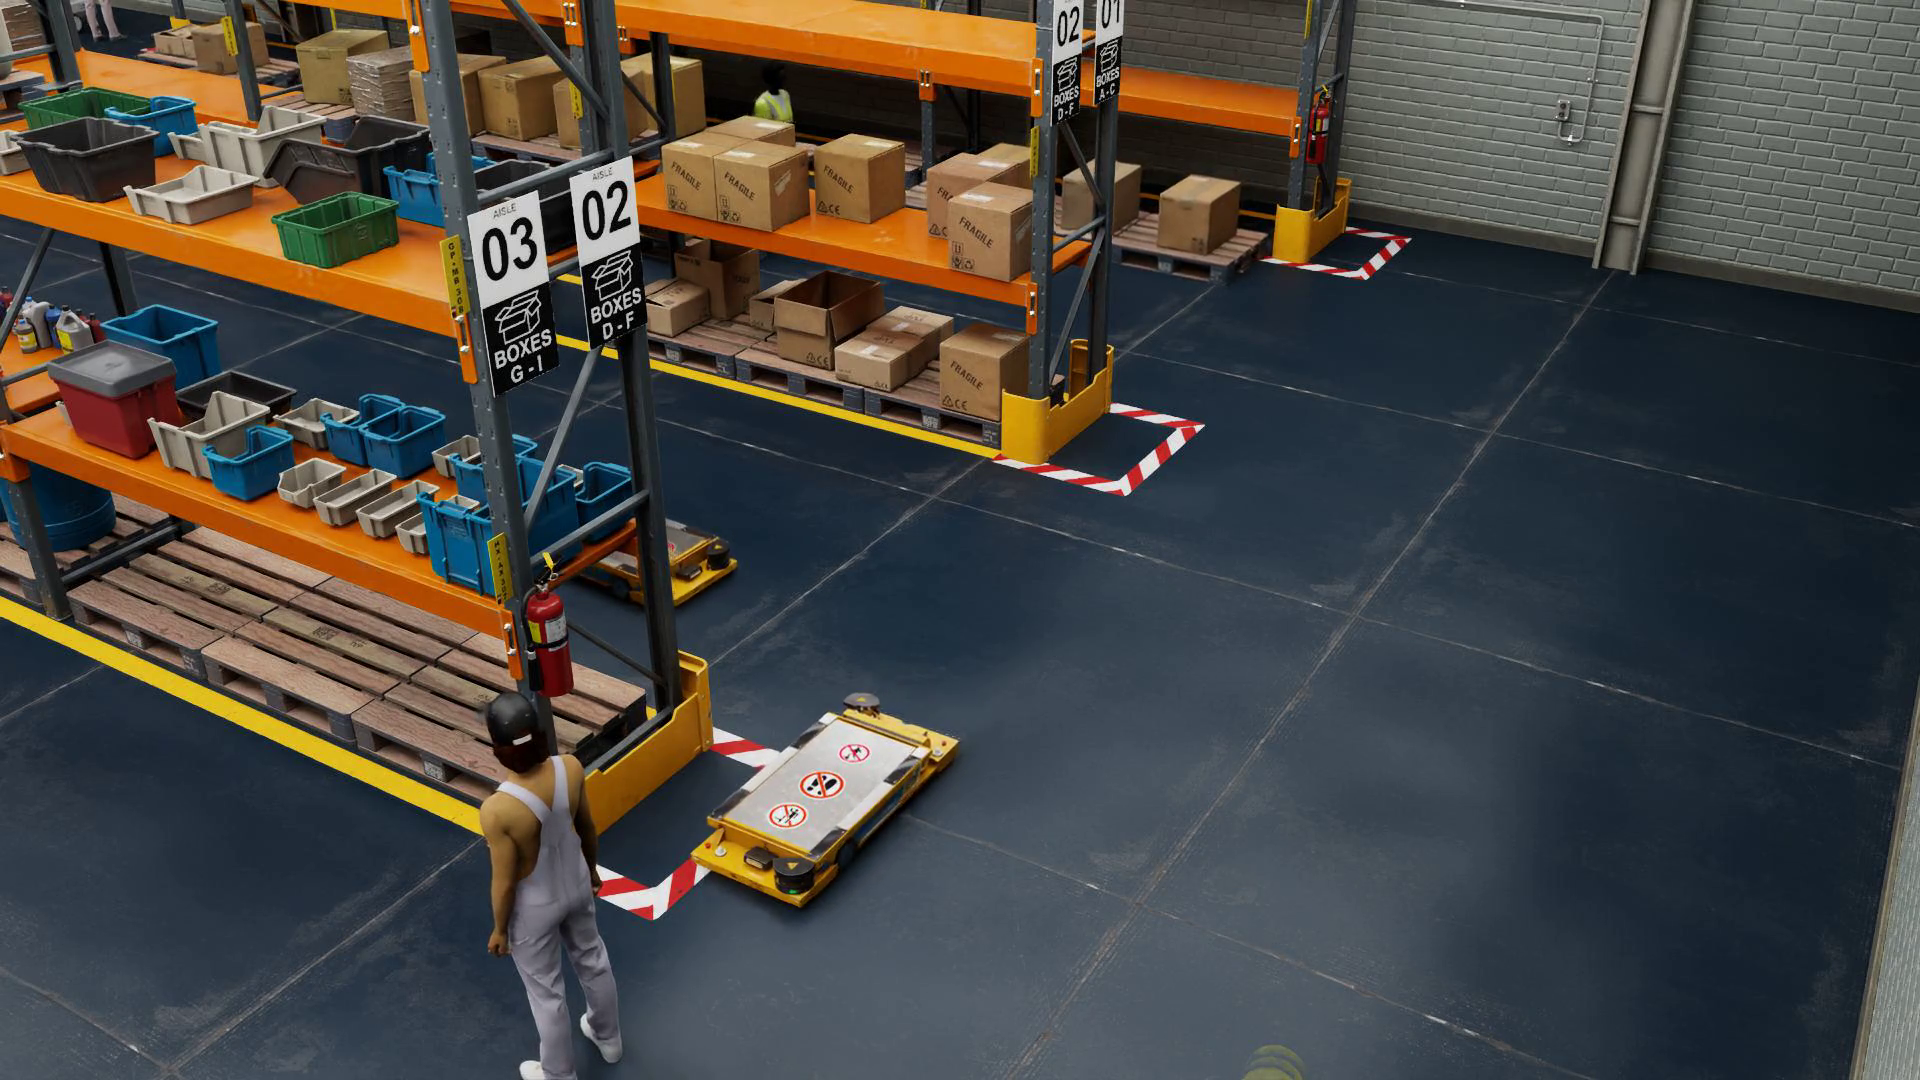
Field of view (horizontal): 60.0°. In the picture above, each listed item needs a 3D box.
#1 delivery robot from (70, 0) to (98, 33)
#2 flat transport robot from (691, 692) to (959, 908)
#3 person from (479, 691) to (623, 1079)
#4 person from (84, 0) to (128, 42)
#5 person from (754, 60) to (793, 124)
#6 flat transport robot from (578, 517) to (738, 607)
[{"bbox_3d":[-12.884,-7.644,24.072,0.525,0.611,0.783,8,30,14],"label":"delivery robot"},{"bbox_3d":[-0.649,1.270,8.354,0.659,0.231,1.431,16,33,27],"label":"flat transport robot"},{"bbox_3d":[-1.647,1.380,6.520,0.387,1.860,0.524,21,35,33],"label":"person"},{"bbox_3d":[-12.104,-7.879,23.151,0.565,1.844,0.378,4,29,7],"label":"person"},{"bbox_3d":[-1.803,-3.768,15.943,0.802,1.667,0.530,15,33,25],"label":"person"},{"bbox_3d":[-2.171,0.051,10.543,1.431,0.231,0.659,18,34,29],"label":"flat transport robot"}]
